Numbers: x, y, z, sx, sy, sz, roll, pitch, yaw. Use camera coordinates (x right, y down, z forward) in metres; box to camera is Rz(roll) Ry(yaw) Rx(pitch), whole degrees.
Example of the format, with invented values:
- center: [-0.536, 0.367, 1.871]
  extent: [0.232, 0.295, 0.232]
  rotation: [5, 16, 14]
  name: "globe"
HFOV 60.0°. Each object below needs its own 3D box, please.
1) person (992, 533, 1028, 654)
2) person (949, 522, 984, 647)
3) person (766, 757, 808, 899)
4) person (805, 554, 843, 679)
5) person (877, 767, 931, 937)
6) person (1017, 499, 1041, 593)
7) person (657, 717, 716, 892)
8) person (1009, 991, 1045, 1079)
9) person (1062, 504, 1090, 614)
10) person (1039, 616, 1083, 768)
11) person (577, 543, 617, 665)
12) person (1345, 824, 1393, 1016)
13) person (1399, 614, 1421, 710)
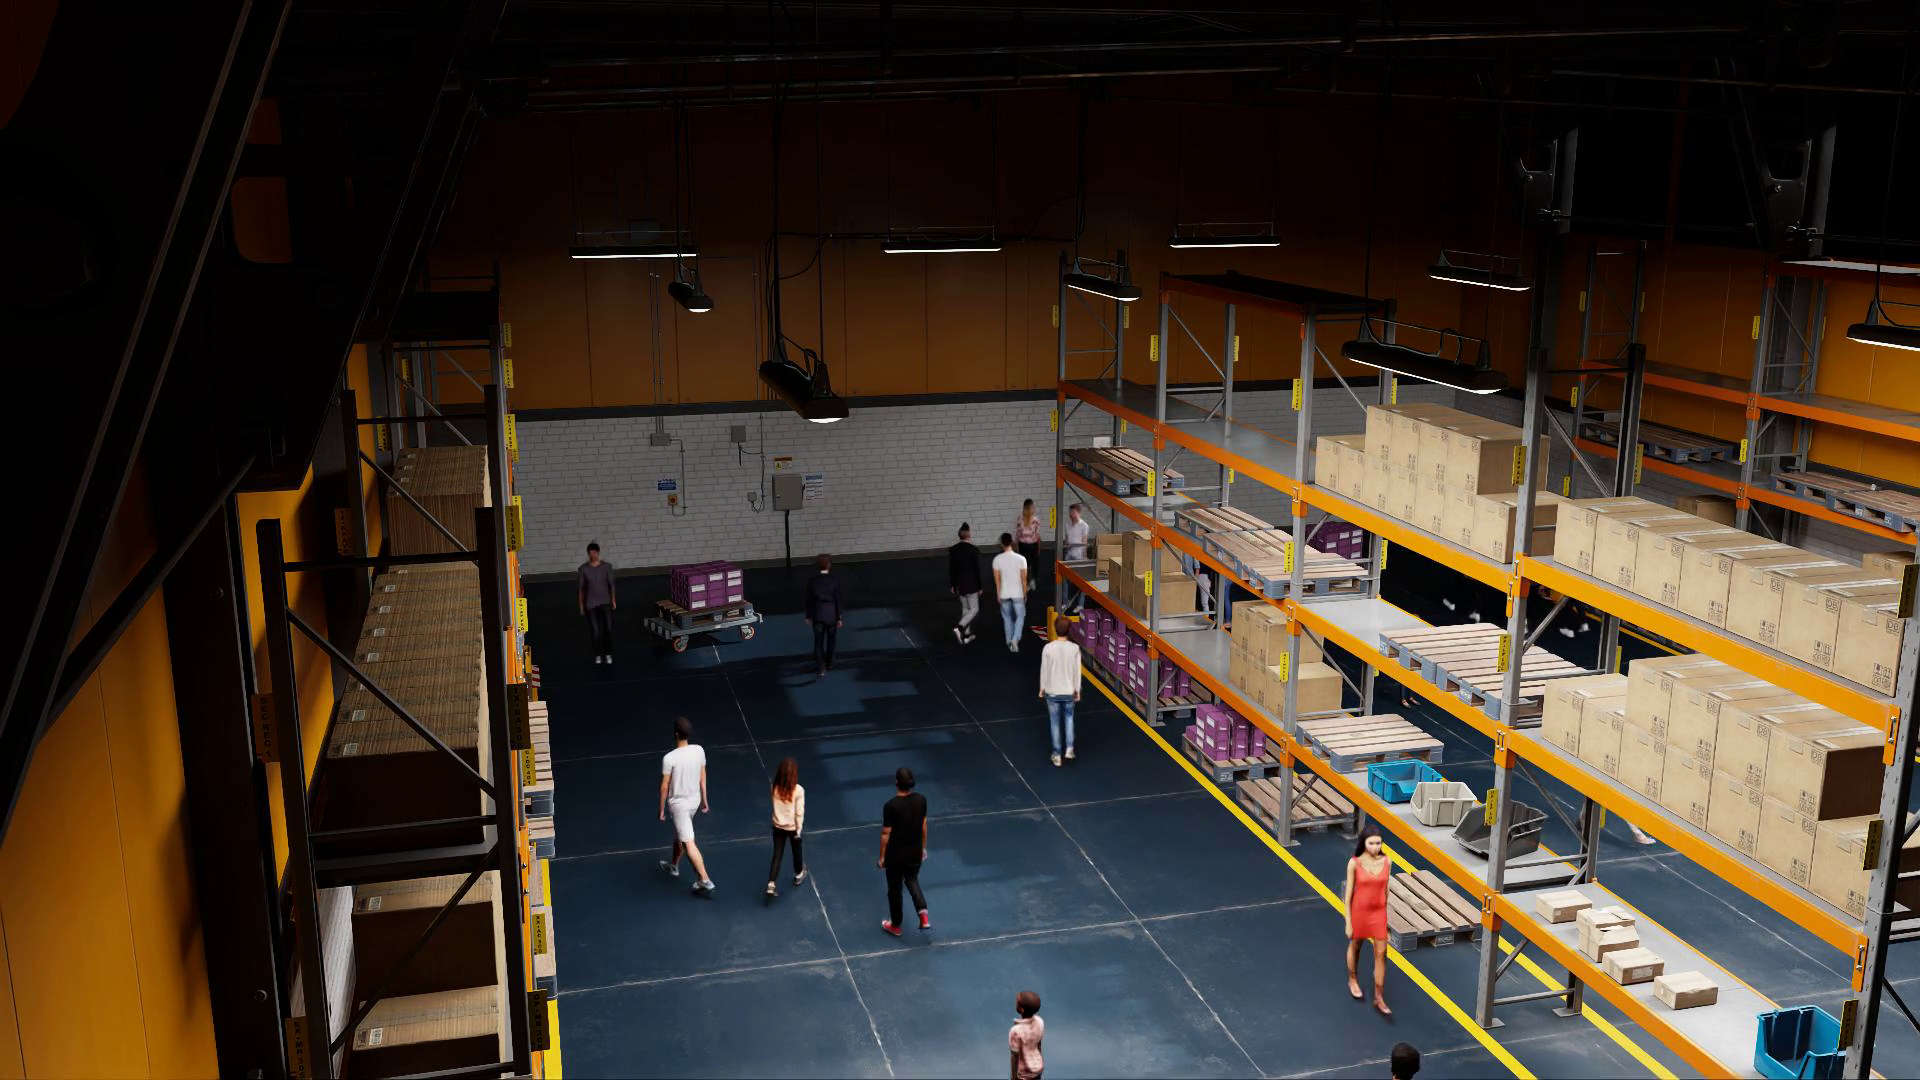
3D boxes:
- center: [0.759, 0.835, 25.061]
  extent: [0.896, 1.839, 1.043]
  rotation: [2, 14, 9]
  name: "person"
- center: [0.049, 0.699, 25.419]
  extent: [1.064, 1.935, 1.110]
  rotation: [9, 16, 33]
  name: "person"
- center: [-1.821, 2.966, 17.077]
  extent: [0.890, 1.455, 1.068]
  rotation: [4, 14, 16]
  name: "person"
- center: [-1.969, 1.122, 23.999]
  extent: [0.883, 1.781, 1.230]
  rotation: [0, 14, -1]
  name: "person"
- center: [-0.514, 3.051, 16.103]
  extent: [0.808, 1.749, 0.927]
  rotation: [-10, 17, -34]
  name: "person"
- center: [1.156, 0.122, 28.474]
  extent: [0.721, 1.618, 0.830]
  rotation: [3, 14, 11]
  name: "person"
- center: [-2.800, 2.762, 17.158]
  extent: [1.305, 1.814, 1.110]
  rotation: [12, 18, 42]
  name: "person"
- center: [0.559, 4.086, 12.777]
  extent: [0.611, 1.301, 0.689]
  rotation: [-11, 18, -39]
  name: "person"
- center: [1.963, 0.295, 27.297]
  extent: [0.841, 1.836, 0.900]
  rotation: [10, 17, 35]
  name: "person"
- center: [1.254, 1.899, 20.557]
  extent: [0.708, 1.890, 0.670]
  rotation: [-1, 14, -5]
  name: "person"
- center: [-5.380, 0.926, 24.697]
  extent: [0.699, 1.833, 0.658]
  rotation: [-3, 14, -13]
  name: "person"
- center: [3.636, 3.347, 15.001]
  extent: [0.663, 1.692, 0.895]
  rotation: [-2, 14, -9]
  name: "person"
- center: [6.201, 1.639, 22.863]
  extent: [0.543, 1.311, 0.582]
  rotation: [-9, 16, -34]
  name: "person"
